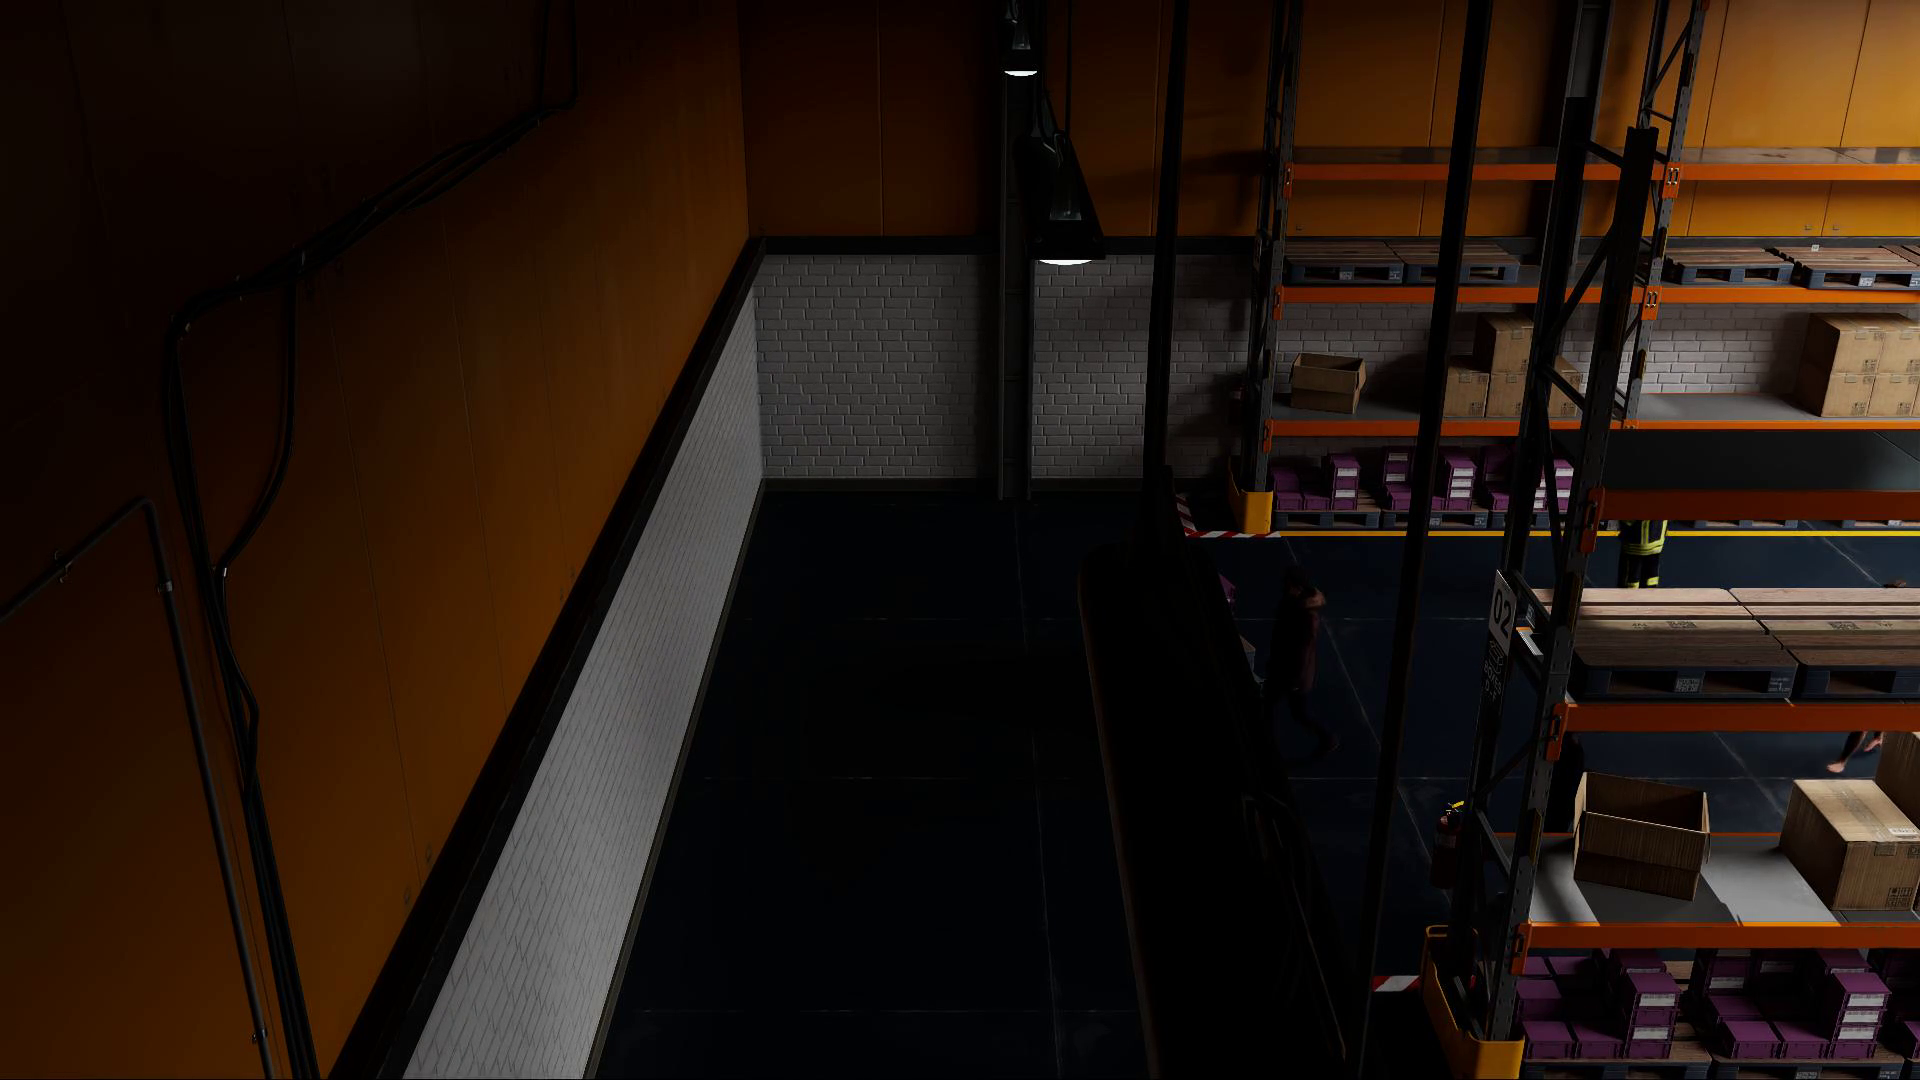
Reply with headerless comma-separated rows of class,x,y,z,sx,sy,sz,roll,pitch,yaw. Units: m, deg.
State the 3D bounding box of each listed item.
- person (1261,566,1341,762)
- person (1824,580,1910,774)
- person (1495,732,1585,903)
person,2.823,1.076,13.754,1.229,1.810,0.939,-6,24,-14
person,7.662,1.107,13.843,1.171,1.682,0.913,-11,26,-24
person,4.337,1.919,11.916,0.708,1.738,0.637,-2,24,-5
